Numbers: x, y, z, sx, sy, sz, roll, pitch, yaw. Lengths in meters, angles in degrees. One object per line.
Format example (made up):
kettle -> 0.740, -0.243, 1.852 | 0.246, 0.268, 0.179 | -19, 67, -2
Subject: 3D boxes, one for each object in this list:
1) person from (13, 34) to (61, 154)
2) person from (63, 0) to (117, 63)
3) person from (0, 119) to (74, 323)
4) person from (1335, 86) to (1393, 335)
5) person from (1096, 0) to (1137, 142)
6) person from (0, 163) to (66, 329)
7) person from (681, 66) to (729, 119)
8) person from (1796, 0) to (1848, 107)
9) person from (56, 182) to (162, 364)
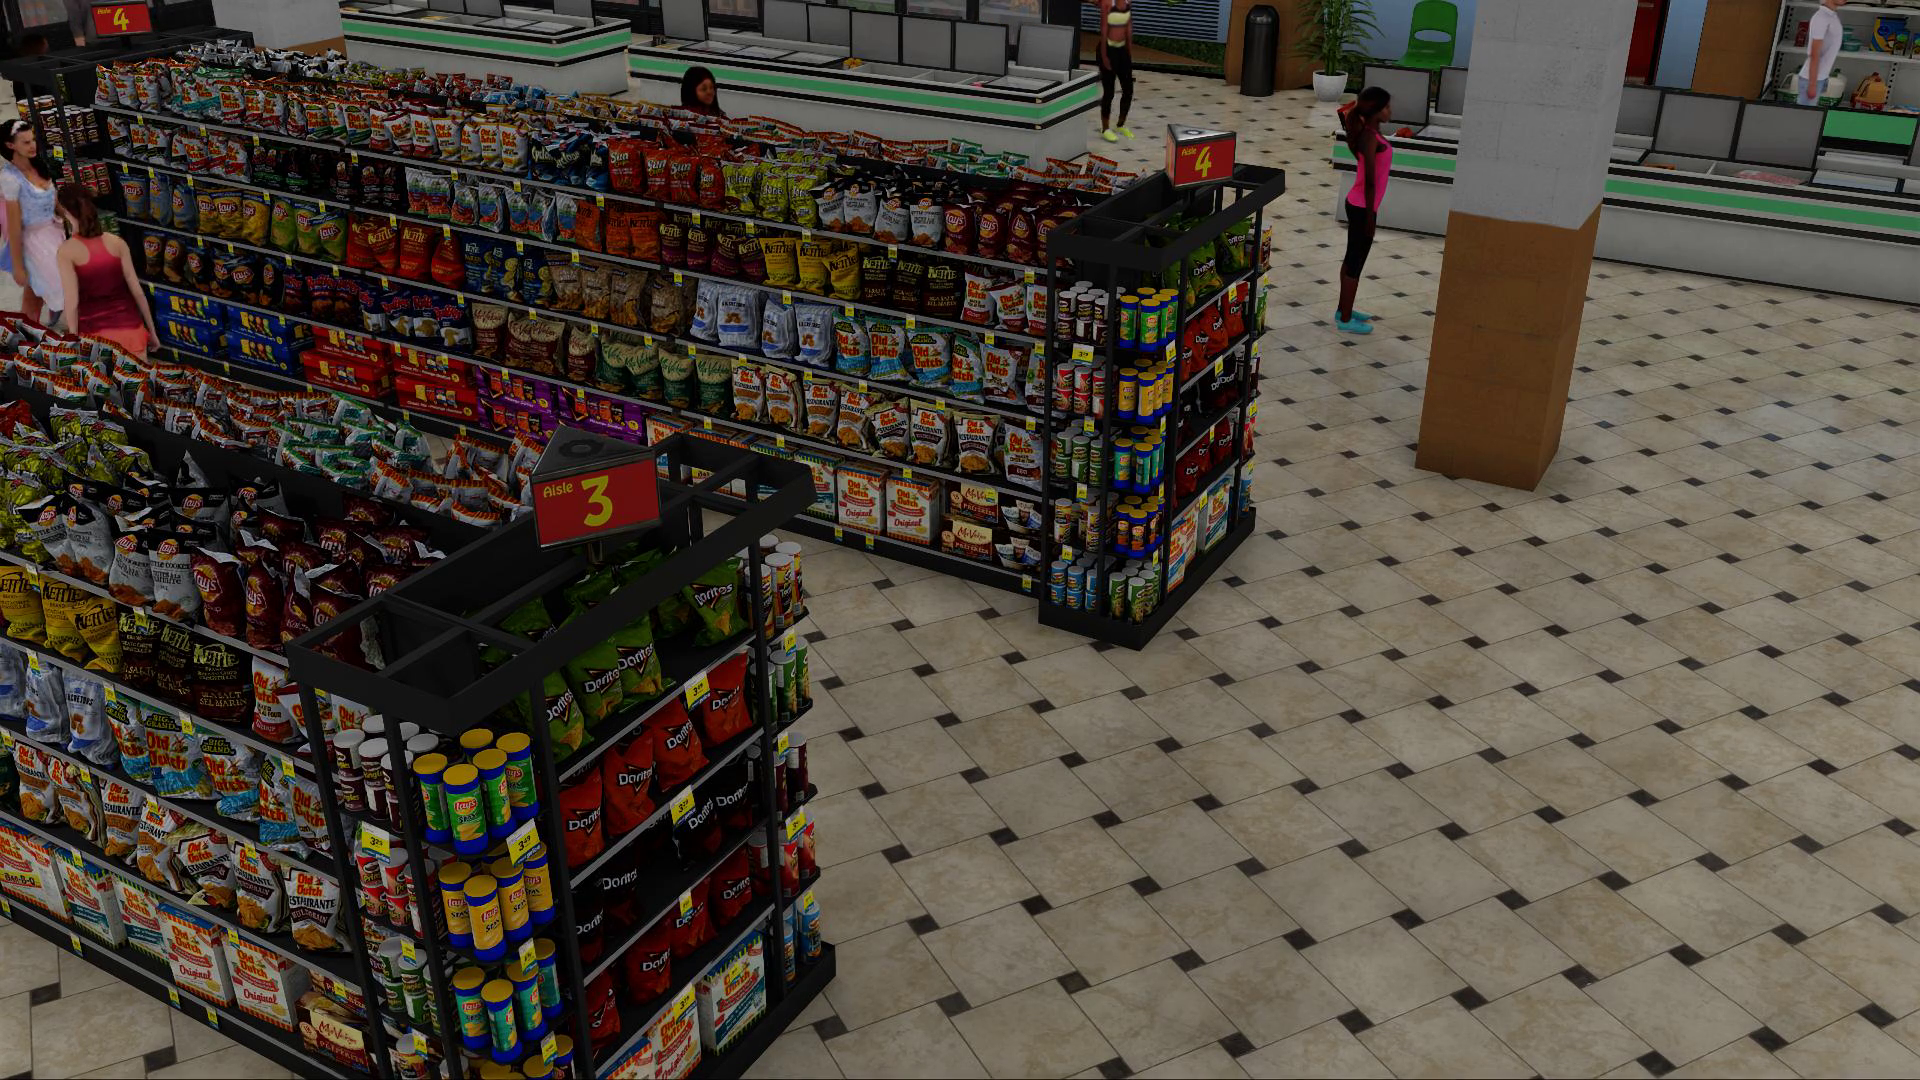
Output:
person -> -7.123, -3.012, 13.028 | 1.007, 1.786, 0.913 | 5, 27, 9
person -> -8.490, -4.814, 16.508 | 1.237, 1.852, 0.786 | 12, 29, 22
person -> -5.914, -1.747, 10.574 | 1.306, 1.749, 1.089 | -1, 27, -2
person -> 2.841, -2.337, 11.764 | 0.655, 1.726, 0.629 | 4, 27, 8
person -> 1.485, -4.904, 16.824 | 0.705, 1.727, 0.741 | -16, 31, -29
person -> -6.560, -2.043, 11.702 | 0.882, 1.258, 0.824 | 2, 27, 4
person -> -1.887, -2.463, 11.915 | 1.004, 1.813, 0.732 | 19, 32, 33
person -> 7.925, -4.286, 15.463 | 0.523, 1.856, 0.641 | 14, 30, 26
person -> -4.738, -1.121, 9.352 | 0.779, 1.738, 0.668 | 20, 33, 34
